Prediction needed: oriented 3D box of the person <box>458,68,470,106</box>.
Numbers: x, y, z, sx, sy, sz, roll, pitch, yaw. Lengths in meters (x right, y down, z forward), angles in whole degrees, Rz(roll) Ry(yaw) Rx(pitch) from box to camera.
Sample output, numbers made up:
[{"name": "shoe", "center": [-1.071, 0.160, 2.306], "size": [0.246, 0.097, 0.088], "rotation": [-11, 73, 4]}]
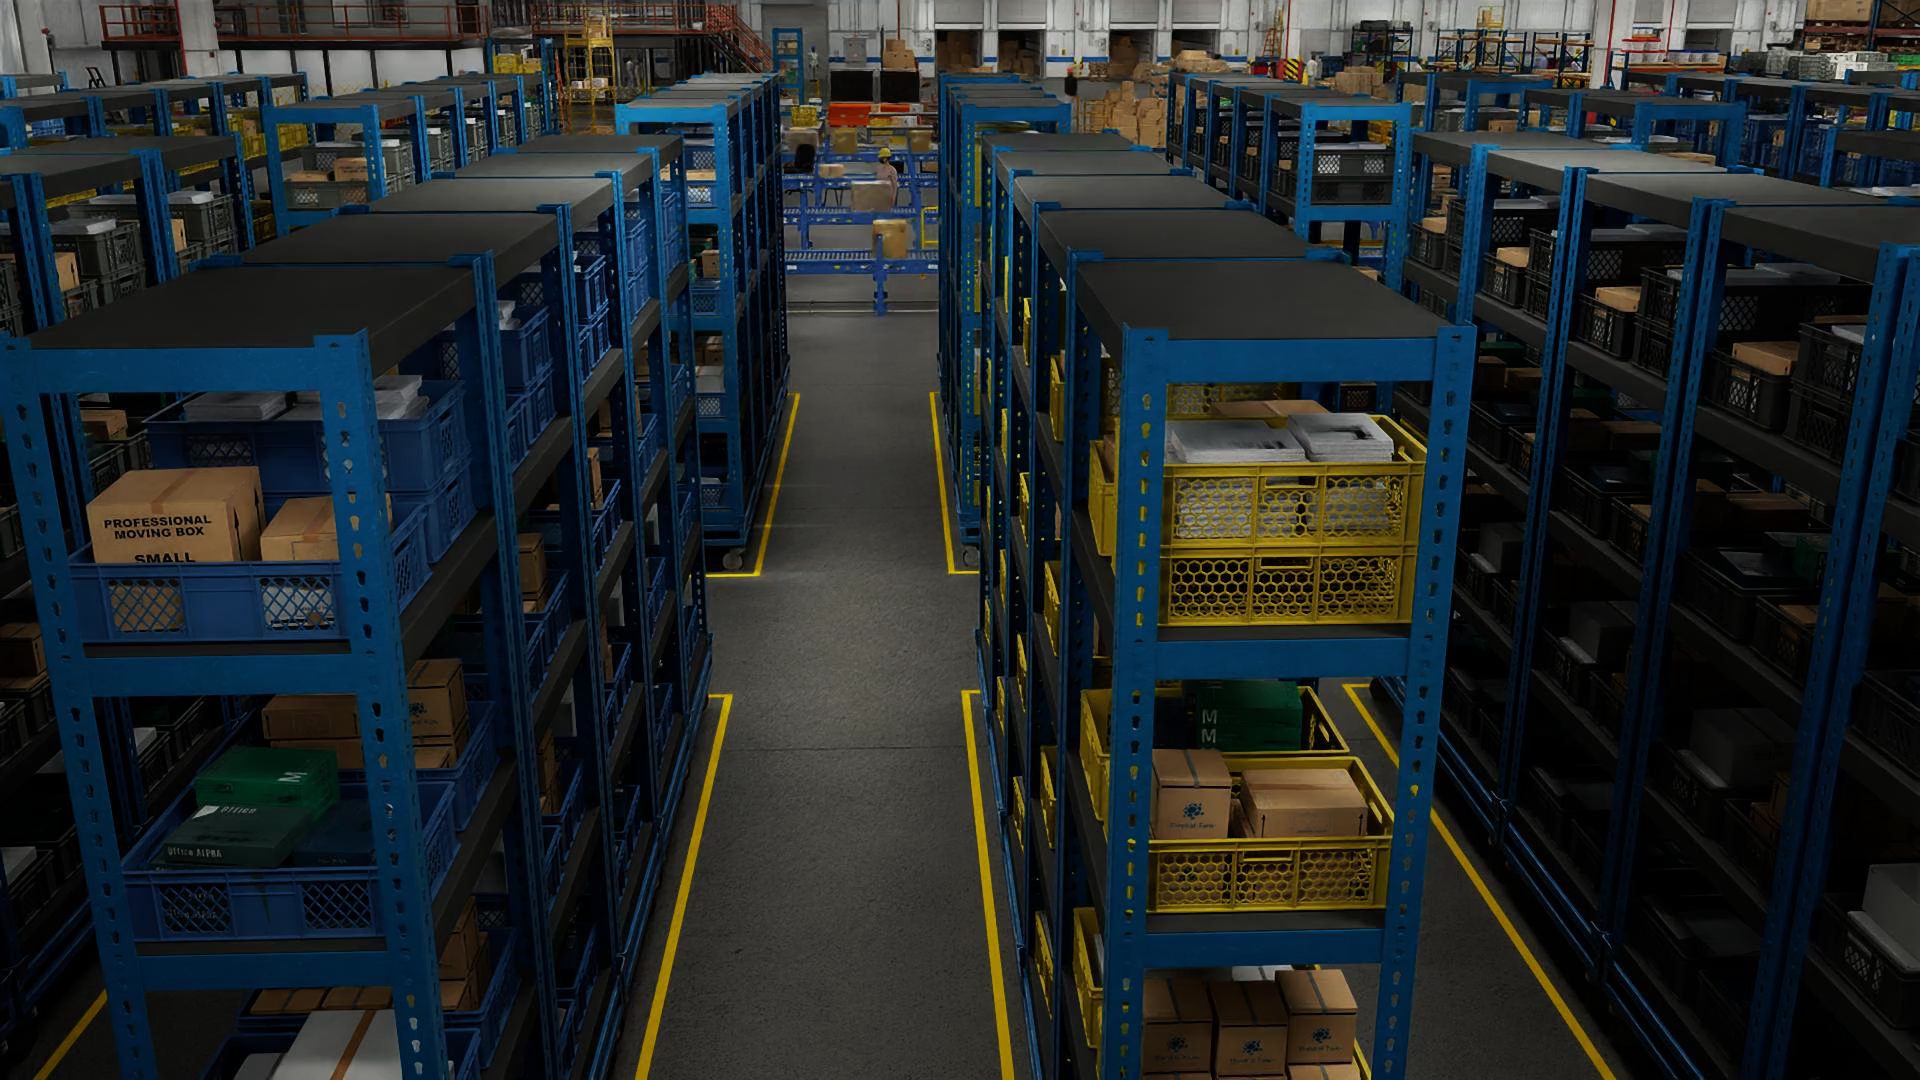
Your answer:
[{"name": "person", "center": [-19.118, -17.187, 64.014], "size": [0.679, 1.887, 0.411], "rotation": [1, 18, 3]}]

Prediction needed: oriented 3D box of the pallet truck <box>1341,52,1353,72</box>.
[{"name": "pallet truck", "center": [18.794, -23.123, 82.231], "size": [0.823, 1.965, 1.885], "rotation": [-13, 22, -35]}]

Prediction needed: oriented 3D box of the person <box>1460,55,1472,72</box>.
[{"name": "person", "center": [23.899, -21.931, 78.673], "size": [0.392, 1.917, 0.592], "rotation": [-14, 23, -38]}]

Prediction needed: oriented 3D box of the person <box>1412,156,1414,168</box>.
[{"name": "person", "center": [12.249, -10.742, 44.433], "size": [0.541, 1.679, 0.582], "rotation": [0, 18, -1]}]

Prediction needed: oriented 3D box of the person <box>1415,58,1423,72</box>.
[{"name": "person", "center": [20.373, -20.426, 73.982], "size": [0.372, 1.940, 0.630], "rotation": [3, 18, 10]}]

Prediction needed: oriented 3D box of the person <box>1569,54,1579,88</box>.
[{"name": "person", "center": [29.606, -22.417, 80.161], "size": [0.371, 1.927, 0.588], "rotation": [12, 21, 32]}]

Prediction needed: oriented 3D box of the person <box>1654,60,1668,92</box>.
[{"name": "person", "center": [30.189, -19.699, 71.750], "size": [0.379, 1.932, 0.699], "rotation": [-1, 18, -4]}]

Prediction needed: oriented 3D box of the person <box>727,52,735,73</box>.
[{"name": "person", "center": [-12.111, -25.061, 88.537], "size": [0.629, 1.812, 0.861], "rotation": [-16, 24, -40]}]

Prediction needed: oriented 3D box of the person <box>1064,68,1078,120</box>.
[{"name": "person", "center": [4.206, -16.990, 63.351], "size": [0.641, 1.942, 1.015], "rotation": [13, 22, 35]}]

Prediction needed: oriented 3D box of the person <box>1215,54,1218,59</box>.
[{"name": "person", "center": [13.511, -24.762, 87.780], "size": [0.317, 1.700, 0.538], "rotation": [1, 18, 2]}]

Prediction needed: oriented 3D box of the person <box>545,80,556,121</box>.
[{"name": "person", "center": [-15.484, -16.696, 62.525], "size": [0.337, 1.882, 0.583], "rotation": [14, 22, 36]}]

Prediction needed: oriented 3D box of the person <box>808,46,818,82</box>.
[{"name": "person", "center": [-8.289, -26.916, 94.050], "size": [0.608, 1.948, 0.389], "rotation": [-16, 24, -41]}]

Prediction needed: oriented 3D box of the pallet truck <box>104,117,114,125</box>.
[{"name": "pallet truck", "center": [-18.367, -7.885, 35.078], "size": [1.885, 1.965, 0.823], "rotation": [1, 18, 2]}]

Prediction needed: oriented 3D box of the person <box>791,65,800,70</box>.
[{"name": "person", "center": [-9.010, -25.932, 91.036], "size": [0.590, 1.926, 0.388], "rotation": [-17, 24, -41]}]

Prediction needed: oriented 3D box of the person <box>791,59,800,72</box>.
[{"name": "person", "center": [-8.837, -25.464, 89.593], "size": [0.585, 1.921, 0.407], "rotation": [-3, 18, -8]}]

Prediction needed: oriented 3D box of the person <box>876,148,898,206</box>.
[{"name": "person", "center": [-1.367, -6.300, 30.545], "size": [0.533, 1.768, 0.311], "rotation": [17, 24, 42]}]

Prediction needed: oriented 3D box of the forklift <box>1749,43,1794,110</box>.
[{"name": "forklift", "center": [31.203, -17.586, 63.683], "size": [1.129, 2.768, 1.873], "rotation": [-1, 18, -2]}]

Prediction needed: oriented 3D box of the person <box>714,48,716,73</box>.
[{"name": "person", "center": [-13.849, -26.857, 93.793], "size": [0.392, 1.990, 0.614], "rotation": [-6, 19, -18]}]

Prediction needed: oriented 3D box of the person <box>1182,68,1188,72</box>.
[{"name": "person", "center": [8.746, -17.634, 65.501], "size": [0.582, 1.839, 0.554], "rotation": [-10, 20, -28]}]

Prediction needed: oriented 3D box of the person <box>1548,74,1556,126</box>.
[{"name": "person", "center": [20.819, -15.583, 59.065], "size": [0.939, 1.904, 0.546], "rotation": [-2, 18, -5]}]

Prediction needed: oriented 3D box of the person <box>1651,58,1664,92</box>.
[{"name": "person", "center": [34.539, -23.033, 82.217], "size": [0.403, 1.832, 0.501], "rotation": [6, 19, 17]}]

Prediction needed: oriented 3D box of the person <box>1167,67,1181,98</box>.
[{"name": "person", "center": [8.207, -16.898, 62.900], "size": [0.711, 2.000, 0.812], "rotation": [-4, 18, -13]}]

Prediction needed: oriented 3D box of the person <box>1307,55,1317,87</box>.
[{"name": "person", "center": [16.803, -22.180, 79.429], "size": [0.374, 1.933, 0.621], "rotation": [-11, 21, -31]}]

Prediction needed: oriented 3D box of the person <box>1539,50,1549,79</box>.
[{"name": "person", "center": [30.969, -25.067, 88.374], "size": [0.555, 1.924, 0.554], "rotation": [-10, 20, -28]}]

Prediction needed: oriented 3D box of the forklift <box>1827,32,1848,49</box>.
[{"name": "forklift", "center": [46.023, -25.321, 87.619], "size": [1.129, 2.768, 1.873], "rotation": [-1, 18, -2]}]

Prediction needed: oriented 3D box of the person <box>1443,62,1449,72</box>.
[{"name": "person", "center": [21.902, -20.685, 75.094], "size": [0.310, 1.743, 0.493], "rotation": [7, 19, 20]}]

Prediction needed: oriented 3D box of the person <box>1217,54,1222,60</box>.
[{"name": "person", "center": [13.092, -23.510, 83.734], "size": [0.816, 1.814, 0.630], "rotation": [-1, 18, -2]}]

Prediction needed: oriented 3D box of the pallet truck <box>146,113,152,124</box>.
[{"name": "pallet truck", "center": [-18.087, -8.309, 36.390], "size": [1.885, 1.965, 0.823], "rotation": [-1, 18, -4]}]
